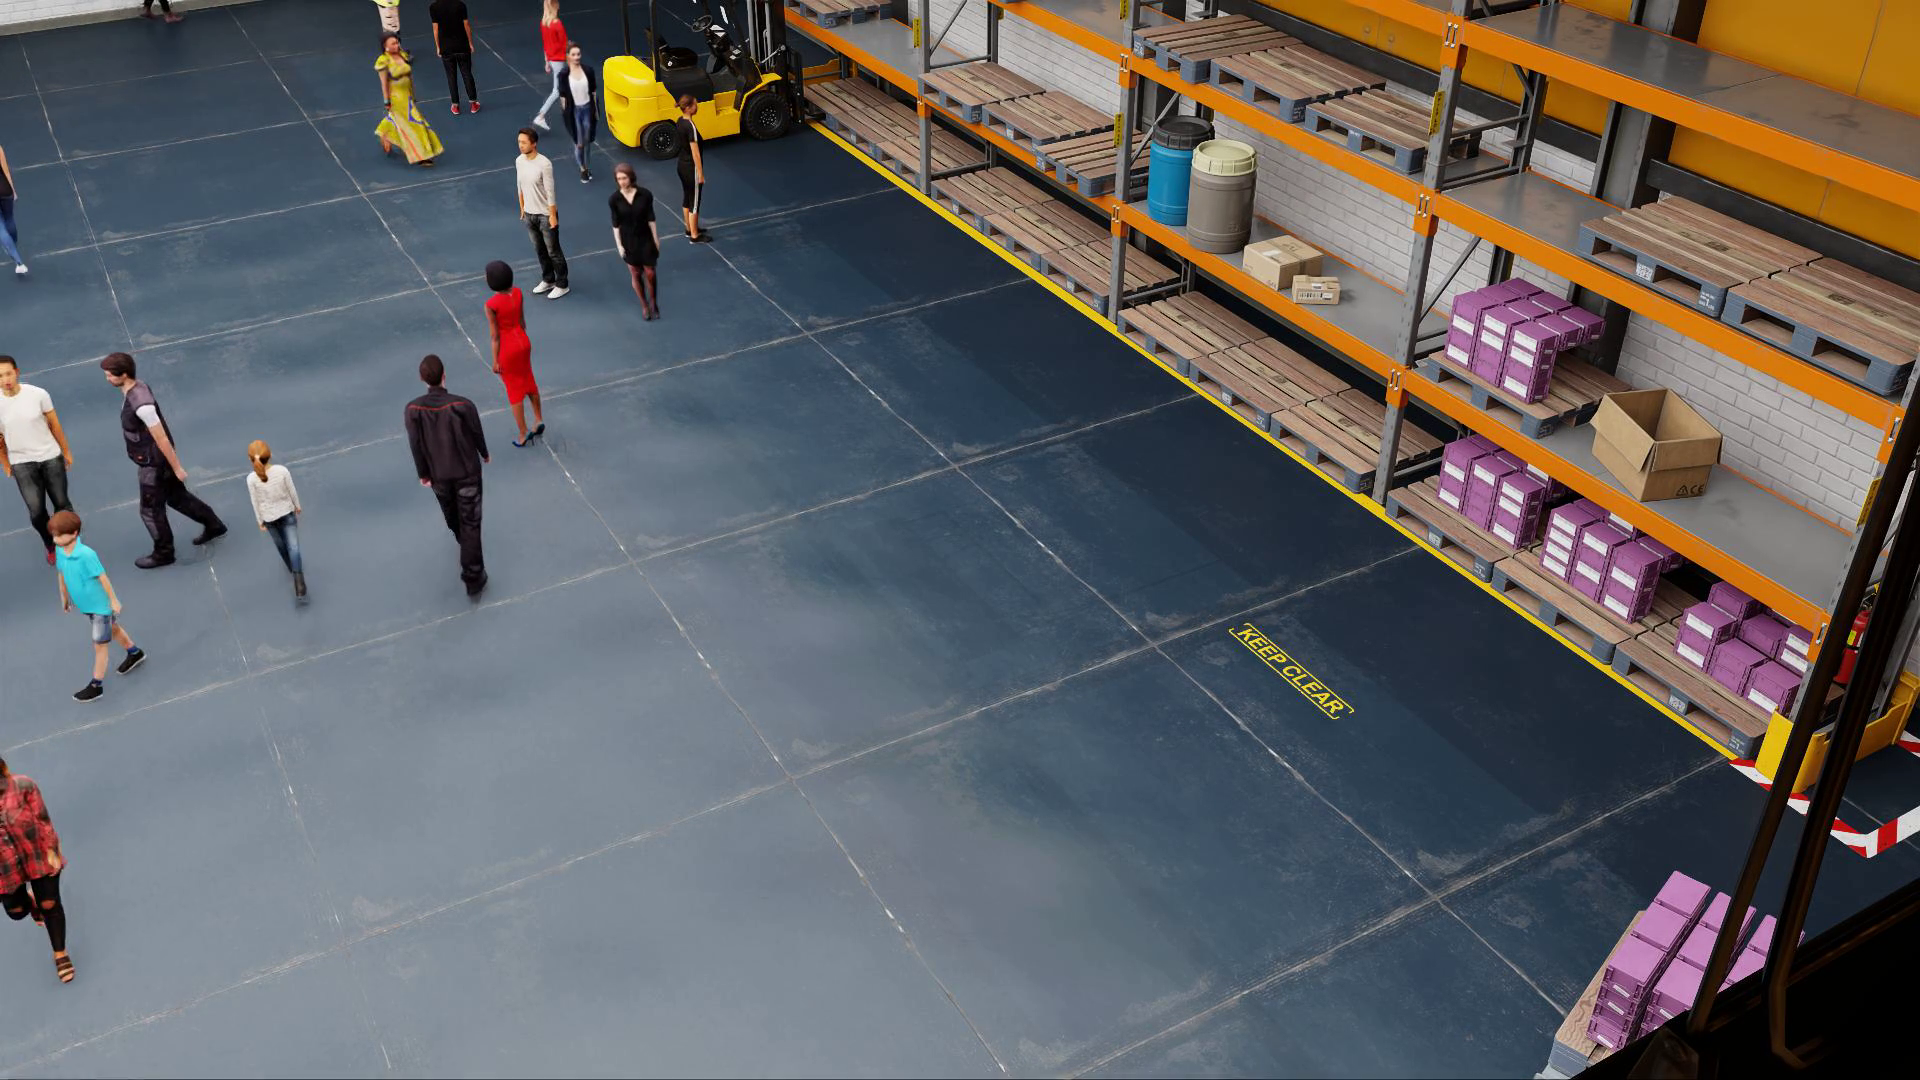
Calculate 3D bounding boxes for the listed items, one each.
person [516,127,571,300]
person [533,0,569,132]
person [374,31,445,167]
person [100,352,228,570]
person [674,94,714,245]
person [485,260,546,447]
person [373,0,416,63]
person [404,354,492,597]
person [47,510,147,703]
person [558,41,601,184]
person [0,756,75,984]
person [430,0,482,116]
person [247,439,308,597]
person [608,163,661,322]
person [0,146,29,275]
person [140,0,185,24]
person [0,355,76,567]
[{"bbox_3d":[-4.304,-3.385,17.145,0.644,1.809,0.766,18,37,24],"label":"person"},{"bbox_3d":[-5.202,-6.062,21.296,0.847,1.672,1.109,-27,42,-34],"label":"person"},{"bbox_3d":[-6.917,-5.399,20.338,1.403,1.628,1.273,12,35,17],"label":"person"},{"bbox_3d":[-6.226,-0.660,13.027,0.732,1.829,0.871,-17,37,-24],"label":"person"},{"bbox_3d":[-2.983,-4.104,18.353,0.644,1.668,0.462,-16,37,-23],"label":"person"},{"bbox_3d":[-3.912,-1.630,14.565,0.662,1.743,0.655,18,38,25],"label":"person"},{"bbox_3d":[-8.143,-7.729,23.649,0.793,1.844,0.699,-12,35,-17],"label":"person"},{"bbox_3d":[-3.860,-0.461,12.694,1.088,1.865,1.312,0,34,0],"label":"person"},{"bbox_3d":[-6.104,0.385,11.822,0.926,1.422,0.904,15,37,22],"label":"person"},{"bbox_3d":[-4.576,-5.147,19.921,0.627,1.670,0.709,-16,37,-22],"label":"person"},{"bbox_3d":[-5.356,1.774,9.492,0.631,1.690,0.821,-15,36,-21],"label":"person"},{"bbox_3d":[-6.652,-6.497,21.874,0.686,1.757,0.648,-9,35,-13],"label":"person"},{"bbox_3d":[-5.209,-0.147,12.746,0.581,1.287,0.957,-12,35,-17],"label":"person"},{"bbox_3d":[-3.258,-3.005,16.681,0.684,1.691,0.702,-9,35,-13],"label":"person"},{"bbox_3d":[-10.204,-3.624,17.617,1.130,1.685,0.782,28,43,36],"label":"person"},{"bbox_3d":[-12.352,-8.786,25.248,0.797,1.833,0.768,-21,39,-28],"label":"person"},{"bbox_3d":[-7.275,-0.681,13.093,0.660,1.791,0.662,-22,39,-29],"label":"person"}]
